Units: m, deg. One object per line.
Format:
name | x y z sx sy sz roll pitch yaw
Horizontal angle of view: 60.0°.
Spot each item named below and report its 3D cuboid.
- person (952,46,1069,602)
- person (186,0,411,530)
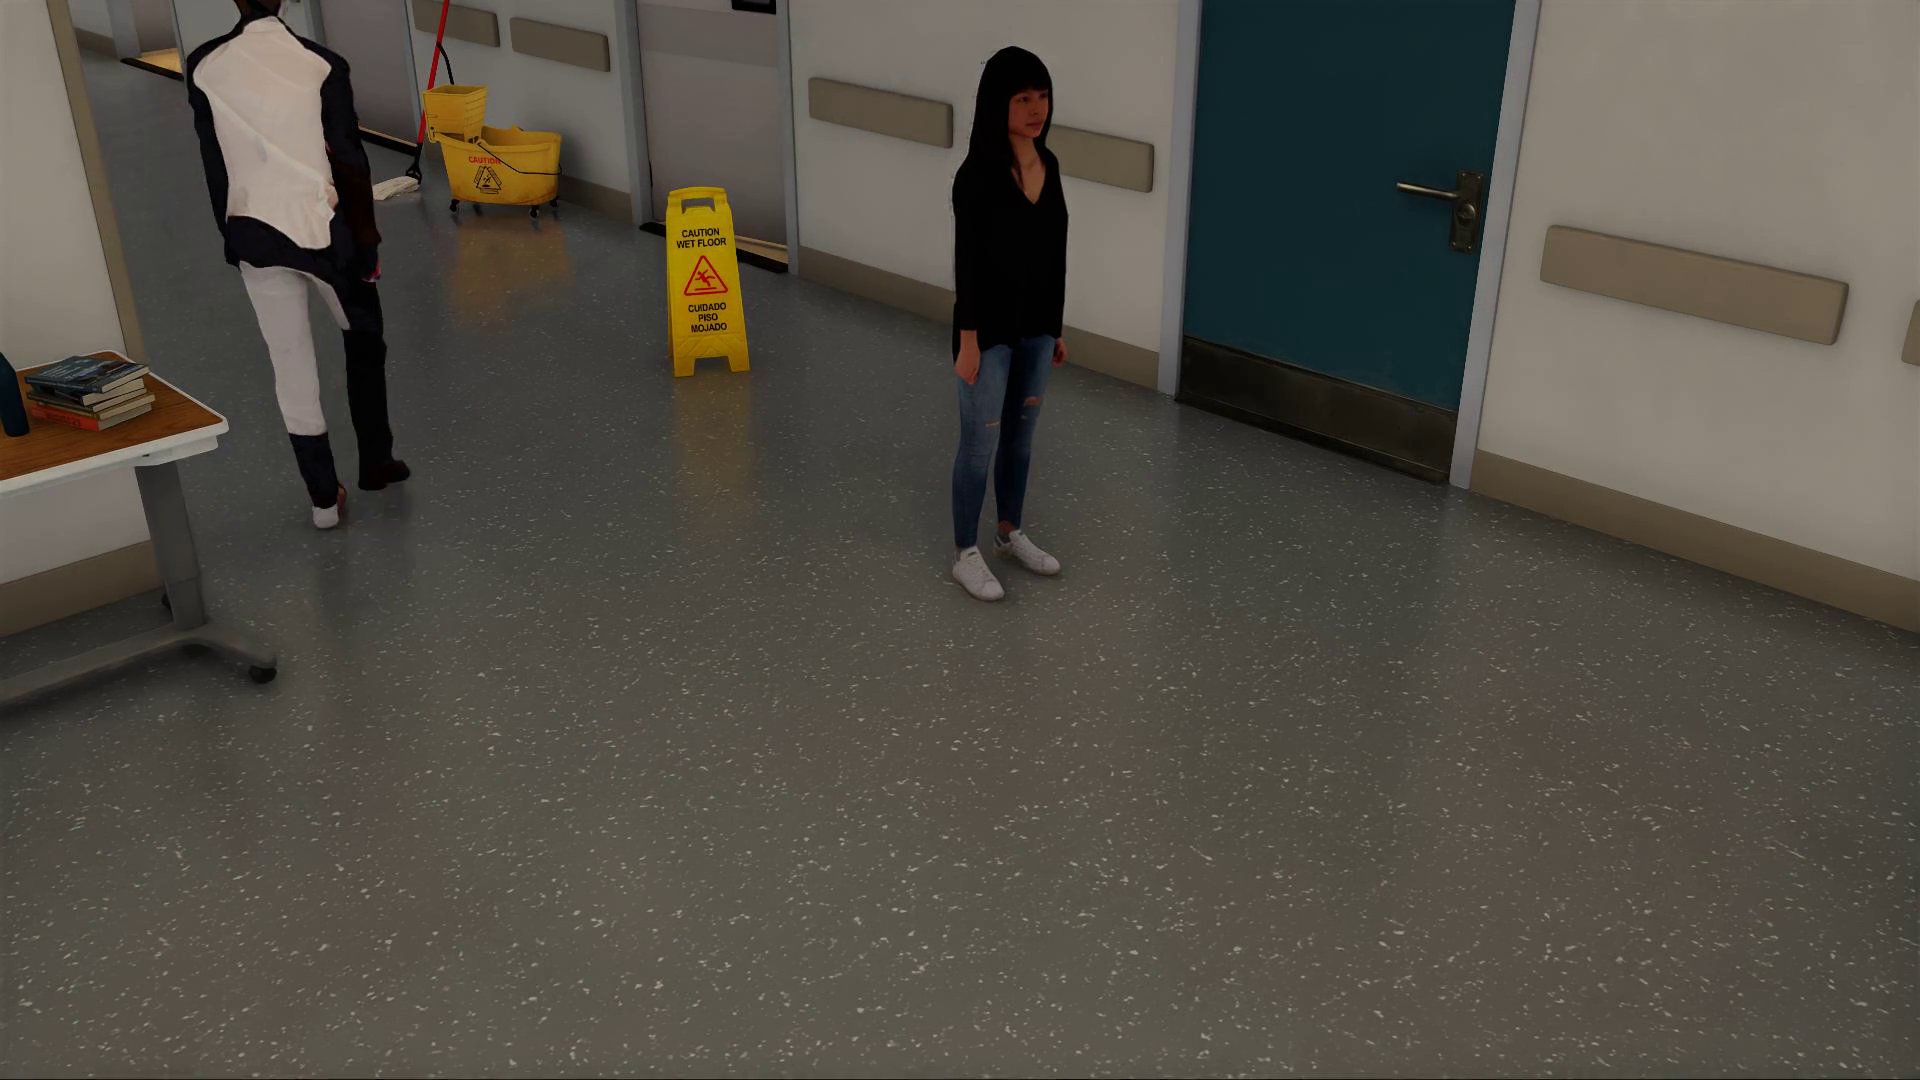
person | 0.137 -0.639 4.987 0.577 1.645 0.514 -22 33 -38
person | -2.132 -0.915 5.292 0.814 1.878 0.847 -5 26 -9
